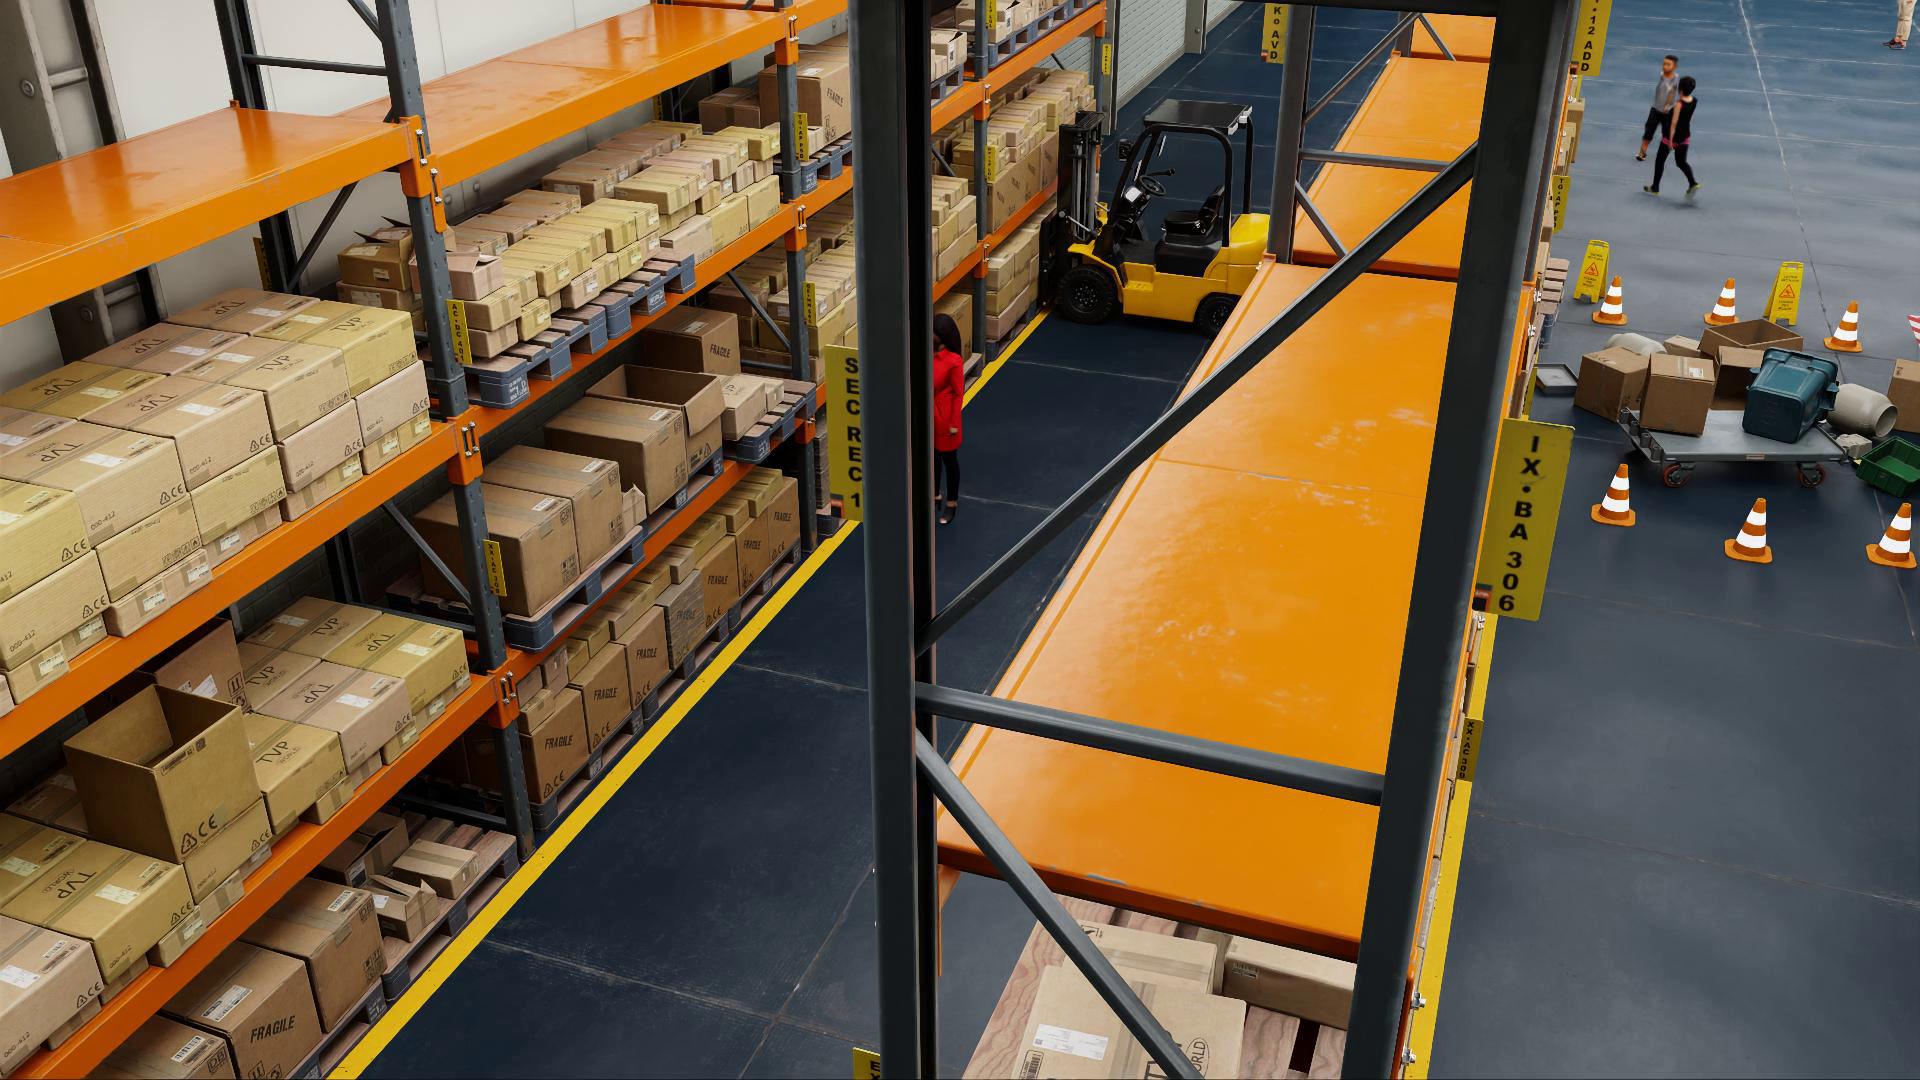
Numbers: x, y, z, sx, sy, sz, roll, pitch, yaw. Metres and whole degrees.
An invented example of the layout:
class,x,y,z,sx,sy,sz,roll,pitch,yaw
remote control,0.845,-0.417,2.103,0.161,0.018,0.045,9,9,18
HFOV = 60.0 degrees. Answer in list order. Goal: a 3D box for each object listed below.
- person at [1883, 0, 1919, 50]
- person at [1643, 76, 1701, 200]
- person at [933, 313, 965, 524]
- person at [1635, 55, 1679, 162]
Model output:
class,x,y,z,sx,sy,sz,roll,pitch,yaw
person,16.692,-9.607,29.232,0.752,1.856,0.538,4,28,8
person,9.155,-5.076,21.074,0.938,1.528,1.003,-12,30,-22
person,-0.149,-0.965,13.117,0.754,1.750,0.723,-23,36,-37
person,9.749,-5.997,22.925,0.816,1.413,1.089,24,36,37
